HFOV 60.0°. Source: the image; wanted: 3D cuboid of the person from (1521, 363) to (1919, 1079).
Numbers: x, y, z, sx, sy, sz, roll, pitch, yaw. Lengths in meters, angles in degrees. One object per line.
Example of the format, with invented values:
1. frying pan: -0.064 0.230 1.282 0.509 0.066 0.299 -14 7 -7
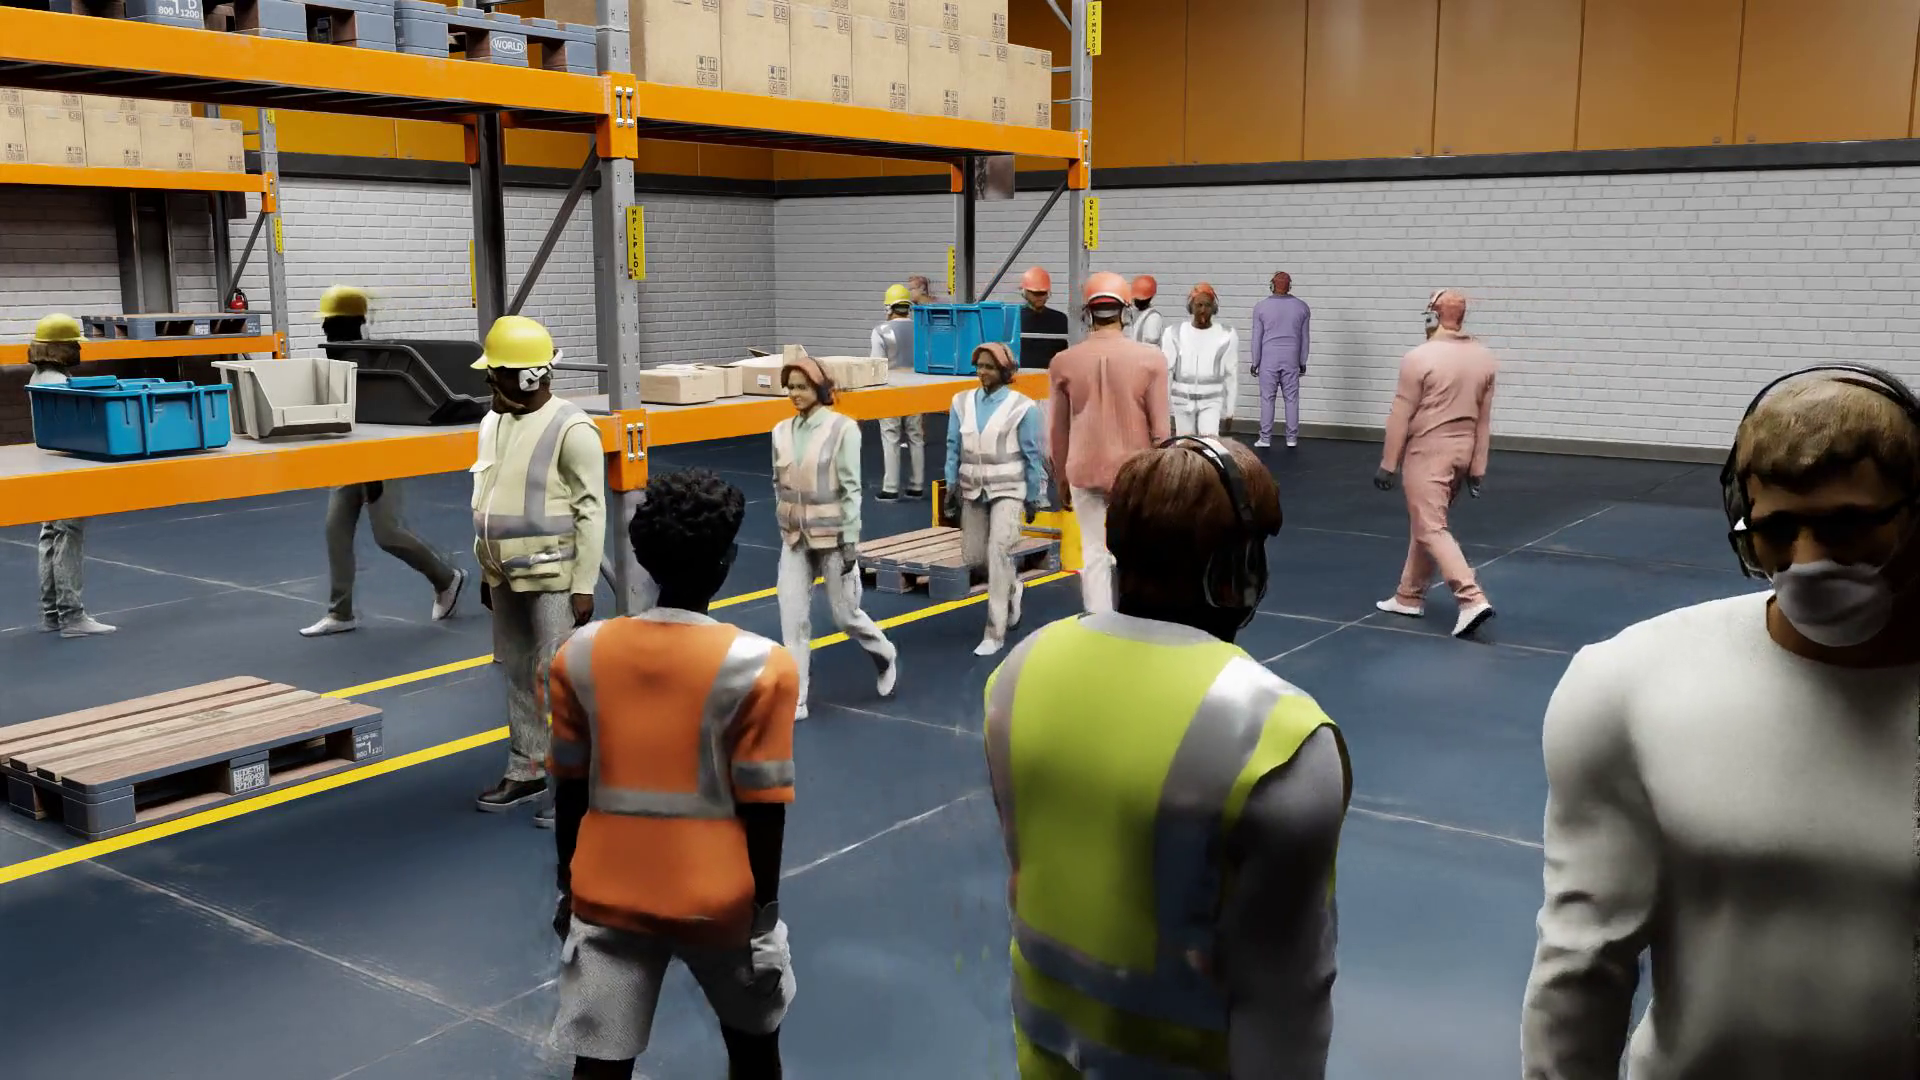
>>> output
1. person: 0.958 0.762 1.876 0.641 1.915 0.438 5 11 27

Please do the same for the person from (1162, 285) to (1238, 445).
1. person: 1.776 -0.981 12.497 0.585 1.834 0.985 2 10 13

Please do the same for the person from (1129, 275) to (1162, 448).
1. person: 1.767 -1.633 16.239 0.349 1.897 0.740 -2 10 -9

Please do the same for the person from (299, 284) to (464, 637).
1. person: -3.193 -0.443 9.092 0.586 1.902 0.835 9 13 42

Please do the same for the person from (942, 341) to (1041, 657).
1. person: 0.205 -0.238 8.710 0.516 1.616 0.620 6 11 33

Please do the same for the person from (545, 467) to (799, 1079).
1. person: -0.579 0.690 3.143 0.539 1.637 0.931 3 10 16

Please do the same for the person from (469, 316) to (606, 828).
1. person: -1.539 0.114 5.985 0.601 1.827 0.404 7 12 36

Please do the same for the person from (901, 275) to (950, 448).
1. person: -0.314 -1.950 18.157 0.804 1.874 0.645 -9 13 -43

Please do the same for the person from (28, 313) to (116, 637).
1. person: -4.840 -0.352 9.019 0.320 1.742 0.492 -9 13 -43

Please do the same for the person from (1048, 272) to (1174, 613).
1. person: 0.753 -0.315 8.152 0.630 1.956 0.814 2 10 14

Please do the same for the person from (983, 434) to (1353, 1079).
1. person: 0.271 0.749 2.316 0.963 1.798 0.636 -8 12 -40

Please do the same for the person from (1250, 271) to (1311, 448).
1. person: 3.448 -1.941 17.985 0.643 1.913 0.408 -1 10 -5

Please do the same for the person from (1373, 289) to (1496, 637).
1. person: 2.643 -0.435 9.116 0.636 1.877 0.919 -6 12 -34

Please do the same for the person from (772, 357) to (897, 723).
1. person: -0.582 -0.008 7.342 0.523 1.617 0.694 6 11 33

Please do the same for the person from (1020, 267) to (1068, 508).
1. person: 0.616 -1.229 13.552 0.655 1.971 0.448 -4 10 -20

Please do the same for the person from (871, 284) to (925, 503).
1. person: -0.513 -1.228 13.972 0.599 1.830 0.404 -7 12 -34
